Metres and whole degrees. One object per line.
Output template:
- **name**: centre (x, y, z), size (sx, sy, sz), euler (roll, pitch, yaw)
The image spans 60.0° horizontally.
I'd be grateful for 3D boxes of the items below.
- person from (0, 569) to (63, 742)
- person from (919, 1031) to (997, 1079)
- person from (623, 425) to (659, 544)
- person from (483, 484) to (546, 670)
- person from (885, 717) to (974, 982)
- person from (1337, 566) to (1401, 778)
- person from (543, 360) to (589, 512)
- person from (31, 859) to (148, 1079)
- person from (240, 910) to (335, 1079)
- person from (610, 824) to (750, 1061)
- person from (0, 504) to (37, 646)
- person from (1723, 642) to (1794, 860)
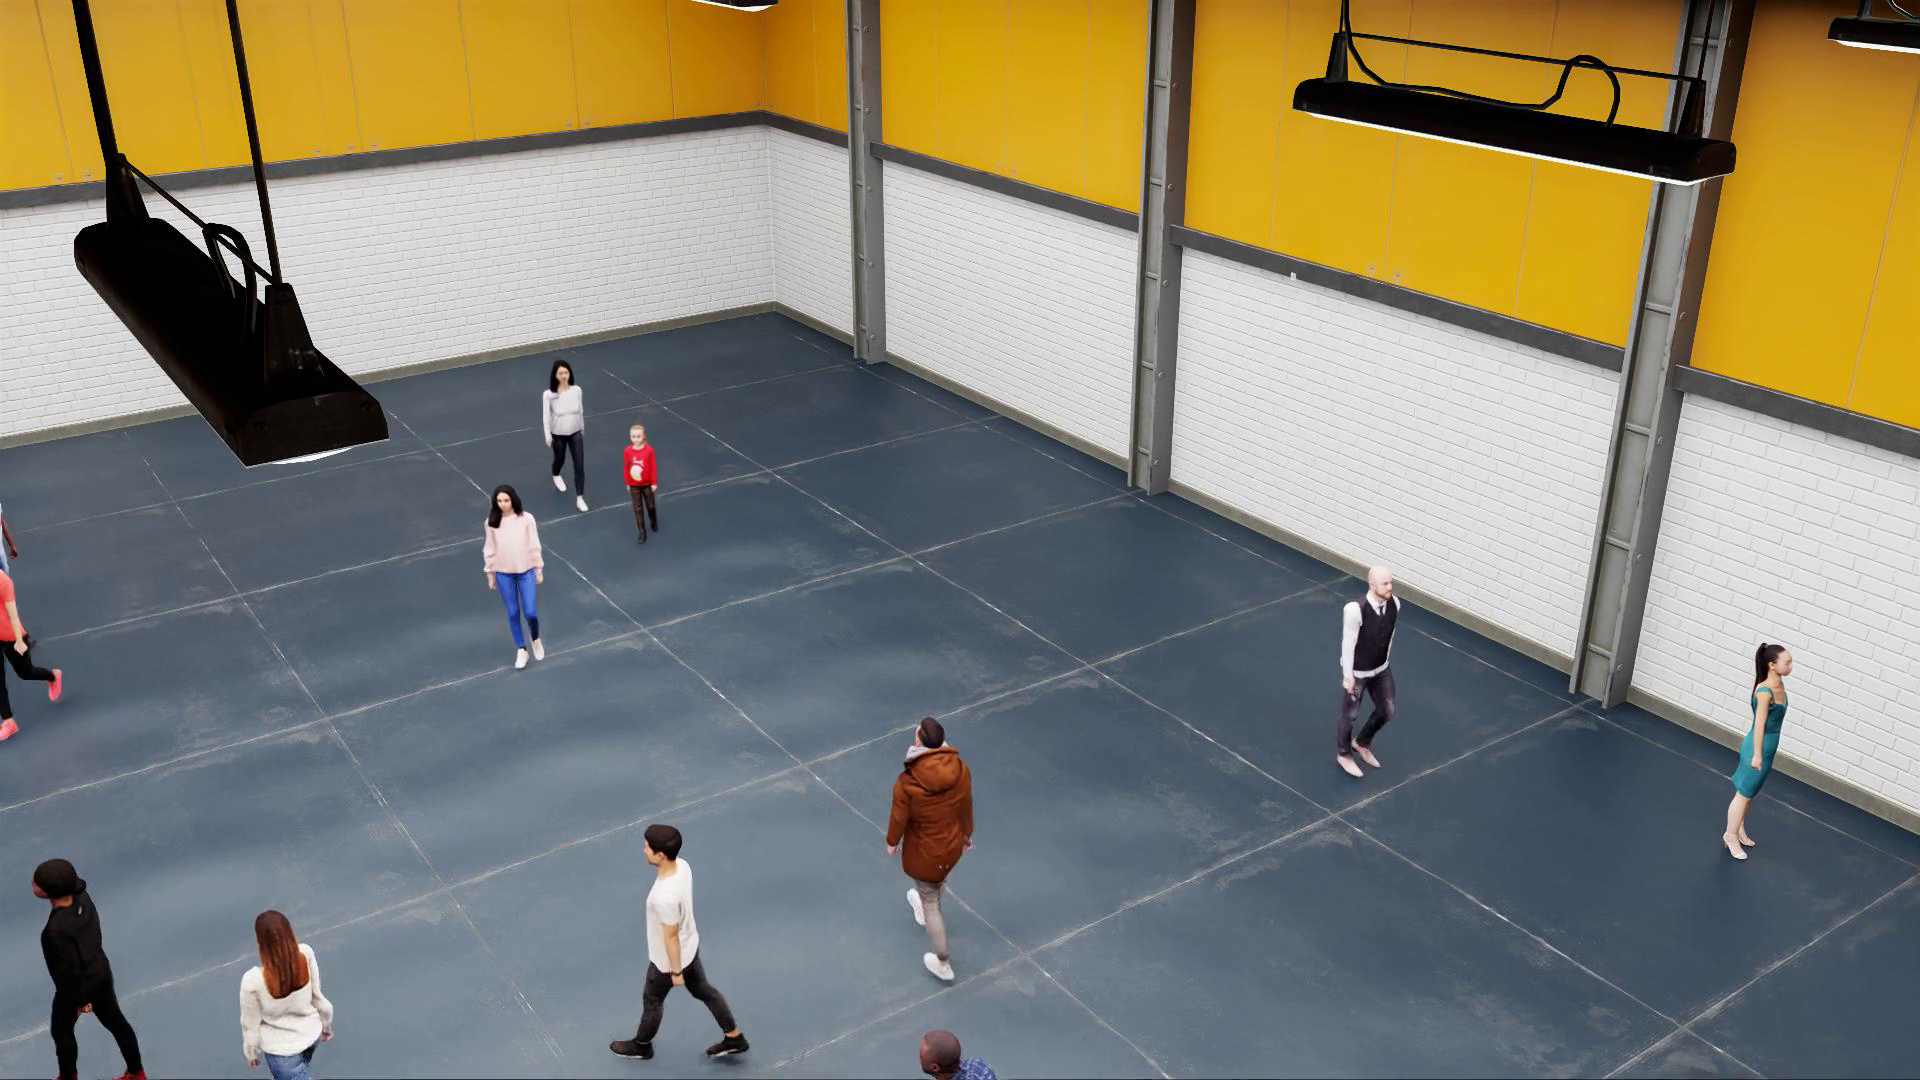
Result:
- **person**: centre (-7.899, 0.791, 13.833), size (1.027, 1.672, 1.108), euler (4, 24, 8)
- **person**: centre (0.066, 3.192, 8.191), size (1.103, 1.792, 0.957), euler (12, 26, 26)
- **person**: centre (-3.358, -0.621, 17.556), size (0.644, 1.276, 0.729), euler (-1, 24, -3)
- **person**: centre (-3.962, 0.284, 14.882), size (0.775, 1.759, 0.794), euler (-1, 24, -3)
- **person**: centre (-0.131, 2.044, 10.805), size (0.737, 1.800, 1.060), euler (-14, 27, -29)
- **person**: centre (3.150, 1.005, 13.172), size (0.740, 1.809, 0.684), euler (-11, 26, -23)
- **person**: centre (-4.376, -1.188, 18.368), size (0.689, 1.665, 1.128), euler (-12, 26, -26)
- **person**: centre (-5.057, 2.582, 9.760), size (0.948, 1.652, 0.920), euler (2, 24, 4)
- **person**: centre (-3.652, 2.819, 9.207), size (1.166, 1.661, 0.820), euler (18, 29, 35)
- **person**: centre (-1.635, 2.459, 10.004), size (1.143, 1.683, 1.114), euler (2, 24, 5)
- **person**: centre (-8.937, 0.175, 15.220), size (1.080, 1.689, 1.035), euler (1, 24, 2)
- **person**: centre (5.825, 1.528, 12.129), size (0.575, 1.686, 0.600), euler (18, 29, 35)
